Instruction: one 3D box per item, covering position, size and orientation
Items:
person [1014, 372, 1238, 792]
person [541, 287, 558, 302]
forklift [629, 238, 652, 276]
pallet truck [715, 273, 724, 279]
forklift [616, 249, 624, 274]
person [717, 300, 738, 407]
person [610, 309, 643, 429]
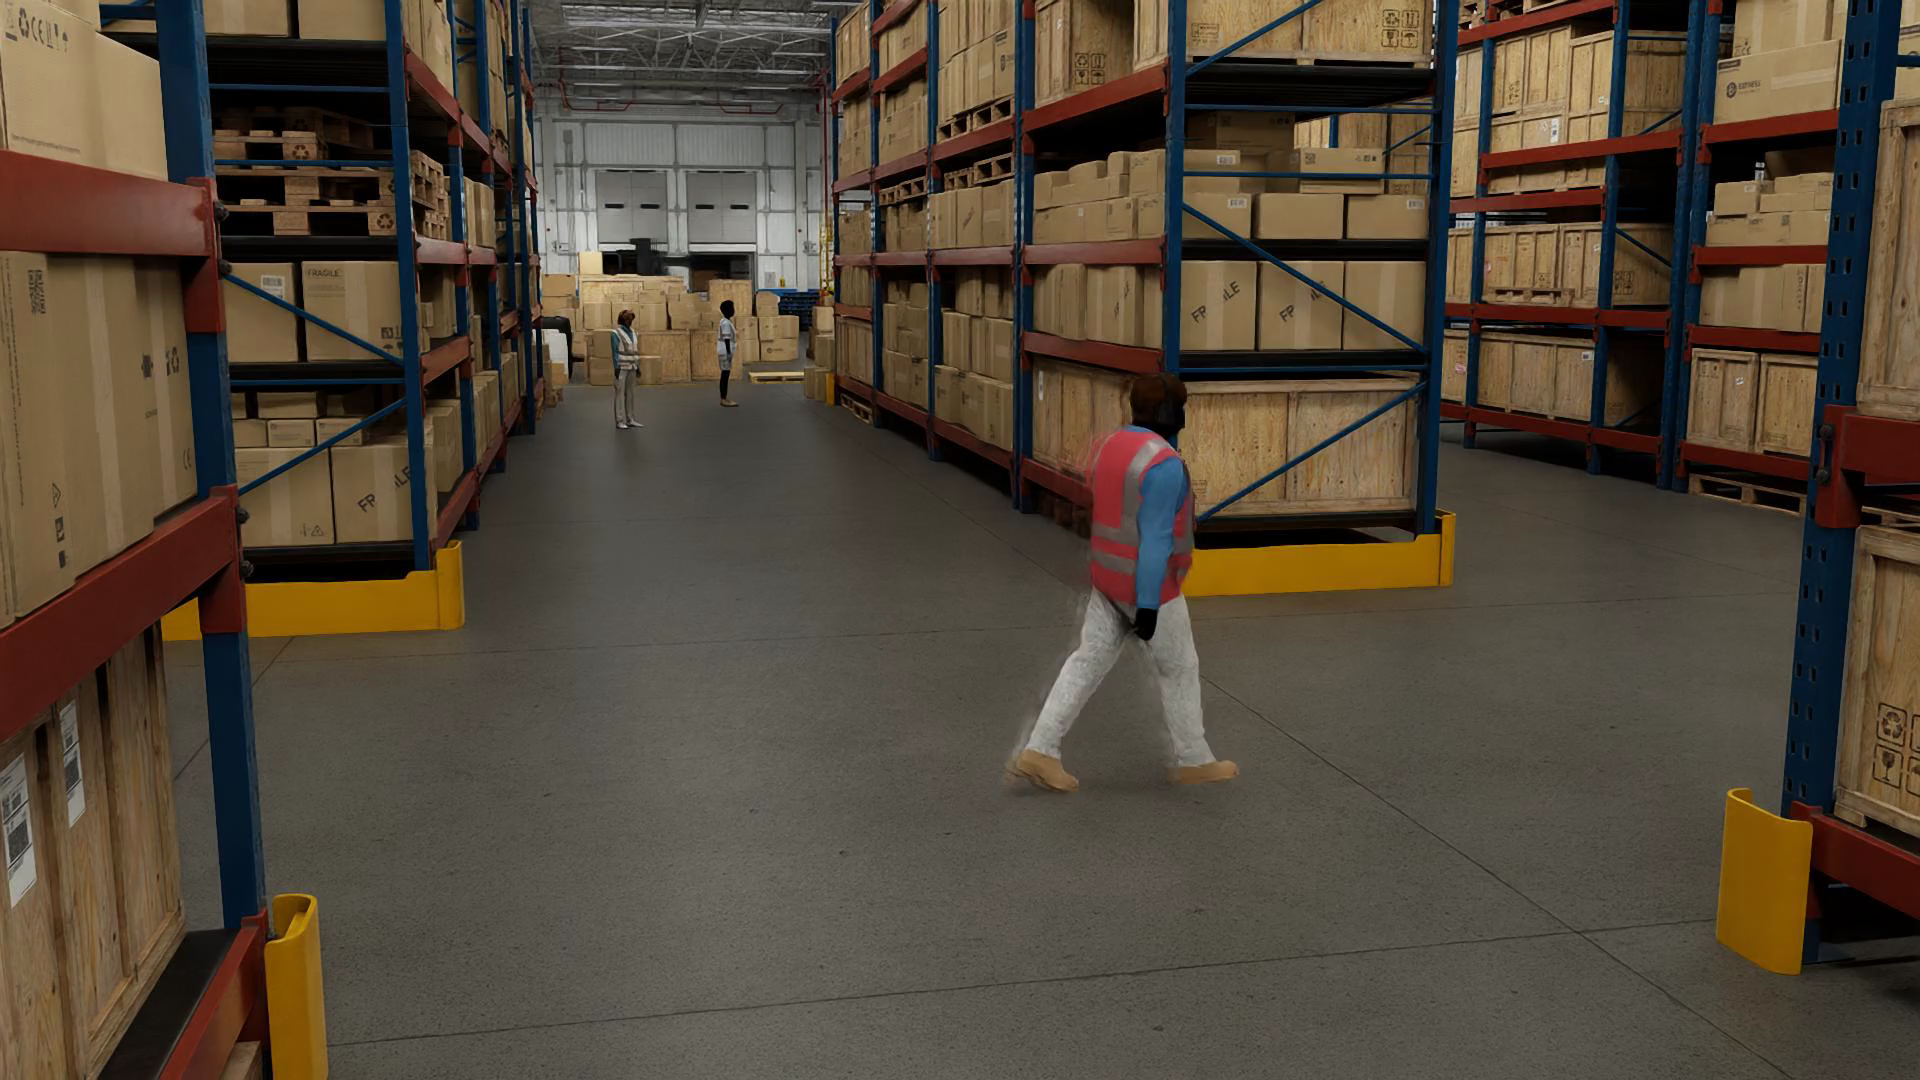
[{"bbox_3d":[0.688,0.187,7.021,0.987,1.795,0.634,-4,10,-21],"label":"person"},{"bbox_3d":[-14.522,-8.388,58.849,0.585,1.928,0.369,-2,9,-10],"label":"person"},{"bbox_3d":[-6.727,-5.011,35.366,1.873,2.768,1.129,-2,10,-12],"label":"forklift"},{"bbox_3d":[-8.580,-8.986,62.280,1.885,1.965,0.823,1,9,5],"label":"pallet truck"},{"bbox_3d":[-11.332,-8.624,57.390,1.129,2.768,1.873,-8,12,-39],"label":"forklift"},{"bbox_3d":[-3.717,-2.974,26.545,0.322,1.697,0.534,-2,9,-10],"label":"person"},{"bbox_3d":[-4.609,-2.355,22.956,0.308,1.640,0.511,5,11,29],"label":"person"}]
